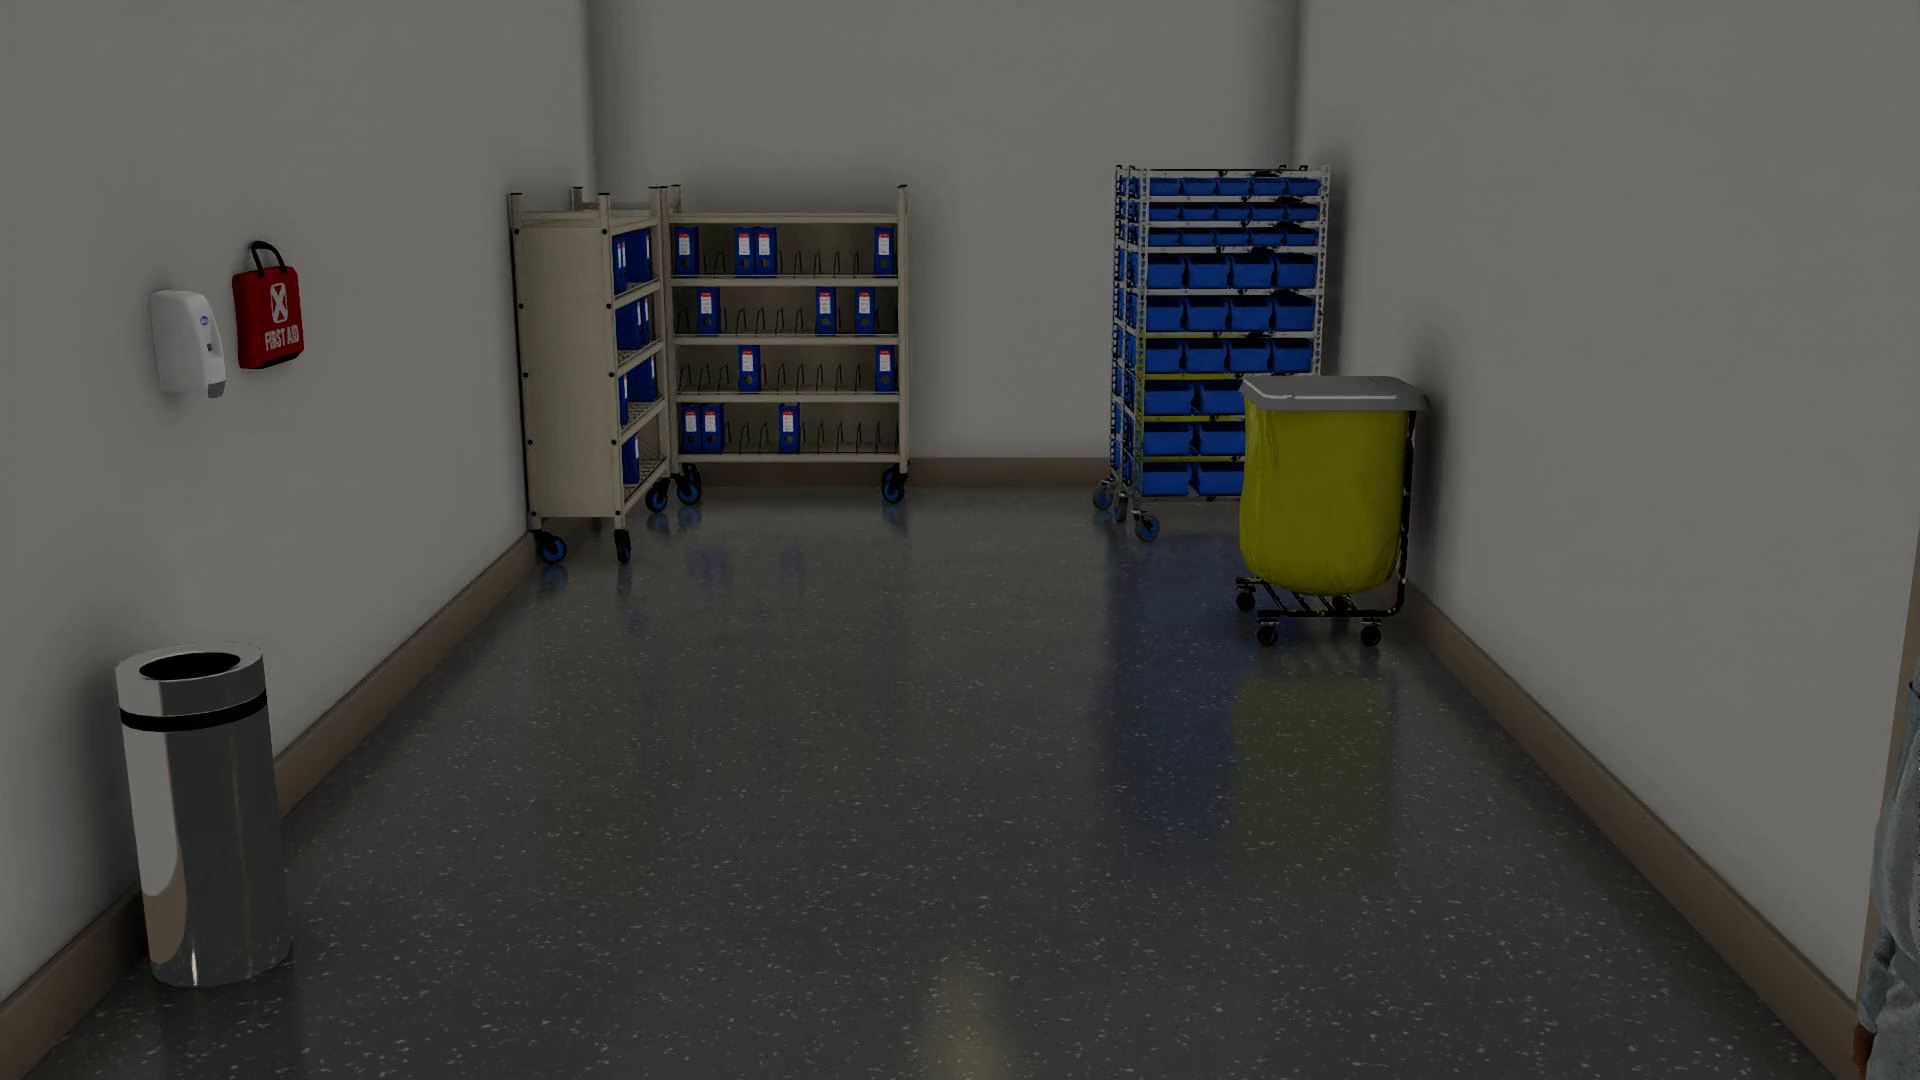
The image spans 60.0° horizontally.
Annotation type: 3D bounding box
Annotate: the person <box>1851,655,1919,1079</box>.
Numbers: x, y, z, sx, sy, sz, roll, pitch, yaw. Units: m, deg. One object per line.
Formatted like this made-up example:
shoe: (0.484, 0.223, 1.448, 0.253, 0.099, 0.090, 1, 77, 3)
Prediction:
person: (1.102, 0.575, 1.763, 0.284, 1.746, 0.489, 0, 13, 0)
